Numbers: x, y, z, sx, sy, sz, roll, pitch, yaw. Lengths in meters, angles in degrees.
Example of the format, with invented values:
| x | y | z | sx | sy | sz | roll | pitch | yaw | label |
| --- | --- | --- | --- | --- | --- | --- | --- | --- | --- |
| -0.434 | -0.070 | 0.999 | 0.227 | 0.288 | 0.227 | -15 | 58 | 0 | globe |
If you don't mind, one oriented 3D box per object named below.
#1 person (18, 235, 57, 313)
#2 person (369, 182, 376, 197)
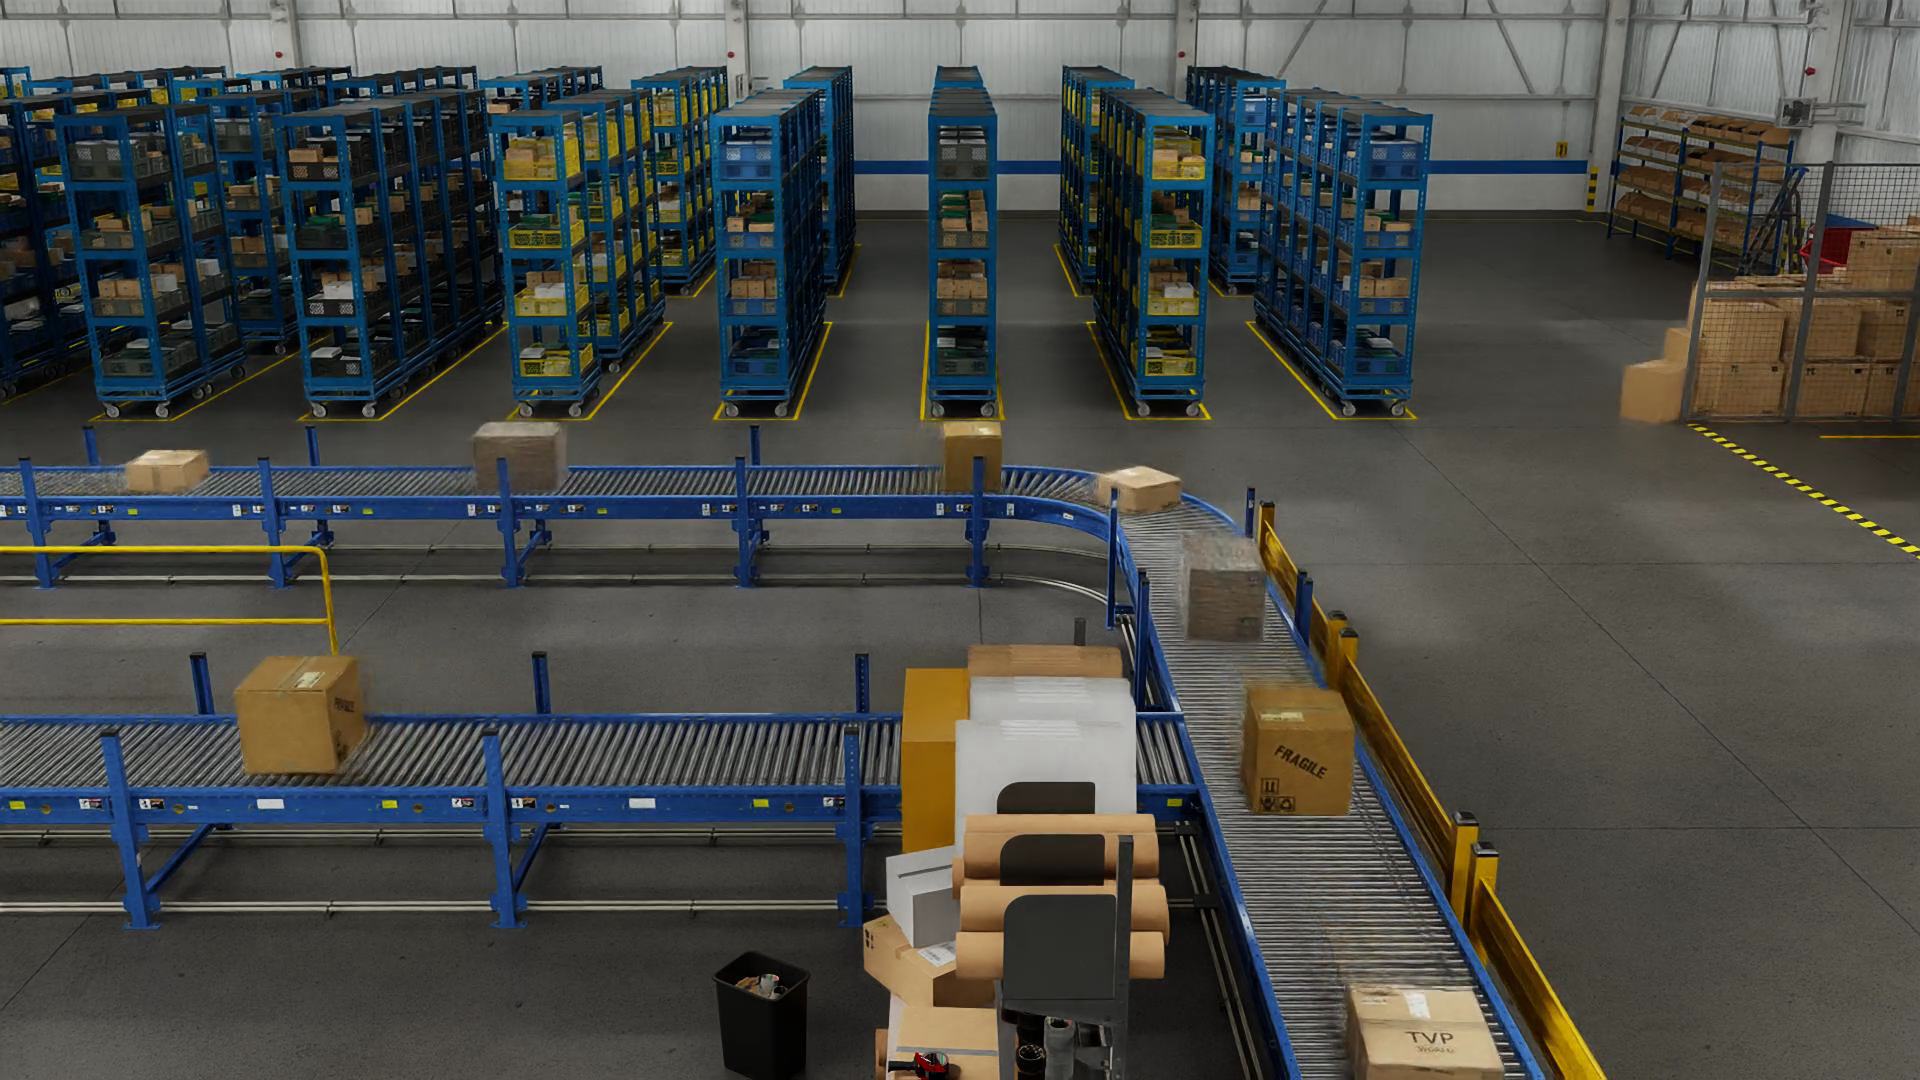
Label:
| x | y | z | sx | sy | sz | roll | pitch | yaw | label |
| --- | --- | --- | --- | --- | --- | --- | --- | --- | --- |
| -14.091 | -4.235 | 25.512 | 0.693 | 1.965 | 0.611 | -7 | 19 | -22 | person |
| -12.763 | -7.578 | 36.006 | 0.394 | 1.837 | 0.563 | 16 | 24 | 41 | person |
